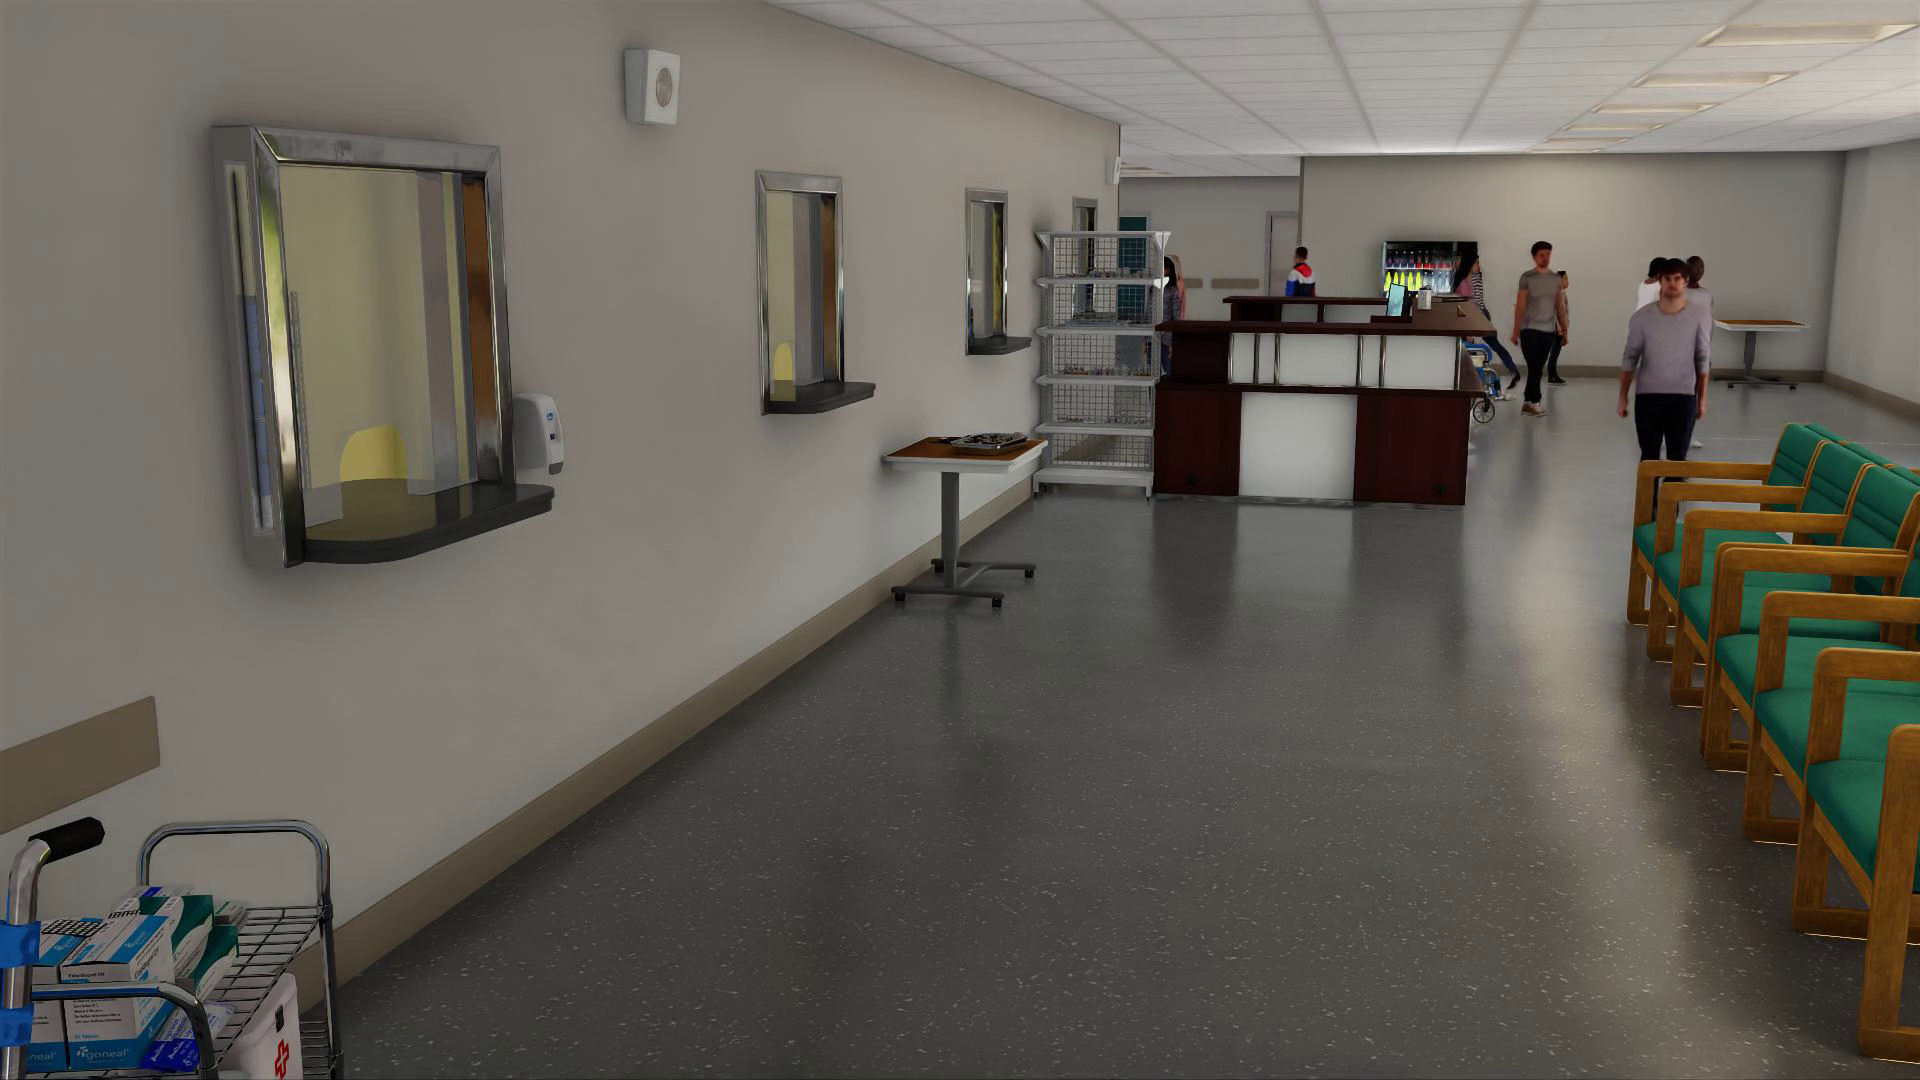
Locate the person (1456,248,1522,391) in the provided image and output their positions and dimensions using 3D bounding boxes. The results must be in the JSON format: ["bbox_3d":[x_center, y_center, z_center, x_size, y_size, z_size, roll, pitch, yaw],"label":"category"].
[{"bbox_3d":[6.236,-2.541,19.788,1.303,1.703,0.705,5,12,23],"label":"person"}]

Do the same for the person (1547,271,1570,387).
[{"bbox_3d":[7.771,-2.759,21.619,0.544,1.465,0.570,5,12,23],"label":"person"}]

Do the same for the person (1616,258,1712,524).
[{"bbox_3d":[4.701,-0.929,11.094,1.150,1.794,0.884,5,12,24],"label":"person"}]

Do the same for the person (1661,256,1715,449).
[{"bbox_3d":[6.758,-1.723,15.466,0.620,1.725,0.752,-2,11,-13],"label":"person"}]

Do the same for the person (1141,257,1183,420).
[{"bbox_3d":[2.100,-2.067,17.256,0.748,1.733,0.638,-10,14,-42],"label":"person"}]

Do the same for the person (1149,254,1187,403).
[{"bbox_3d":[2.508,-2.419,19.155,0.880,1.717,0.754,-1,11,-5],"label":"person"}]

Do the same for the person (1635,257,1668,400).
[{"bbox_3d":[8.117,-2.462,19.475,0.834,1.682,0.808,-1,11,-5],"label":"person"}]

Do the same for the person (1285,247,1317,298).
[{"bbox_3d":[4.751,-3.131,22.852,0.892,1.737,0.969,-9,14,-38],"label":"person"}]

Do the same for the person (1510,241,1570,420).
[{"bbox_3d":[6.105,-2.220,17.720,1.010,1.859,0.973,-1,11,-8],"label":"person"}]
